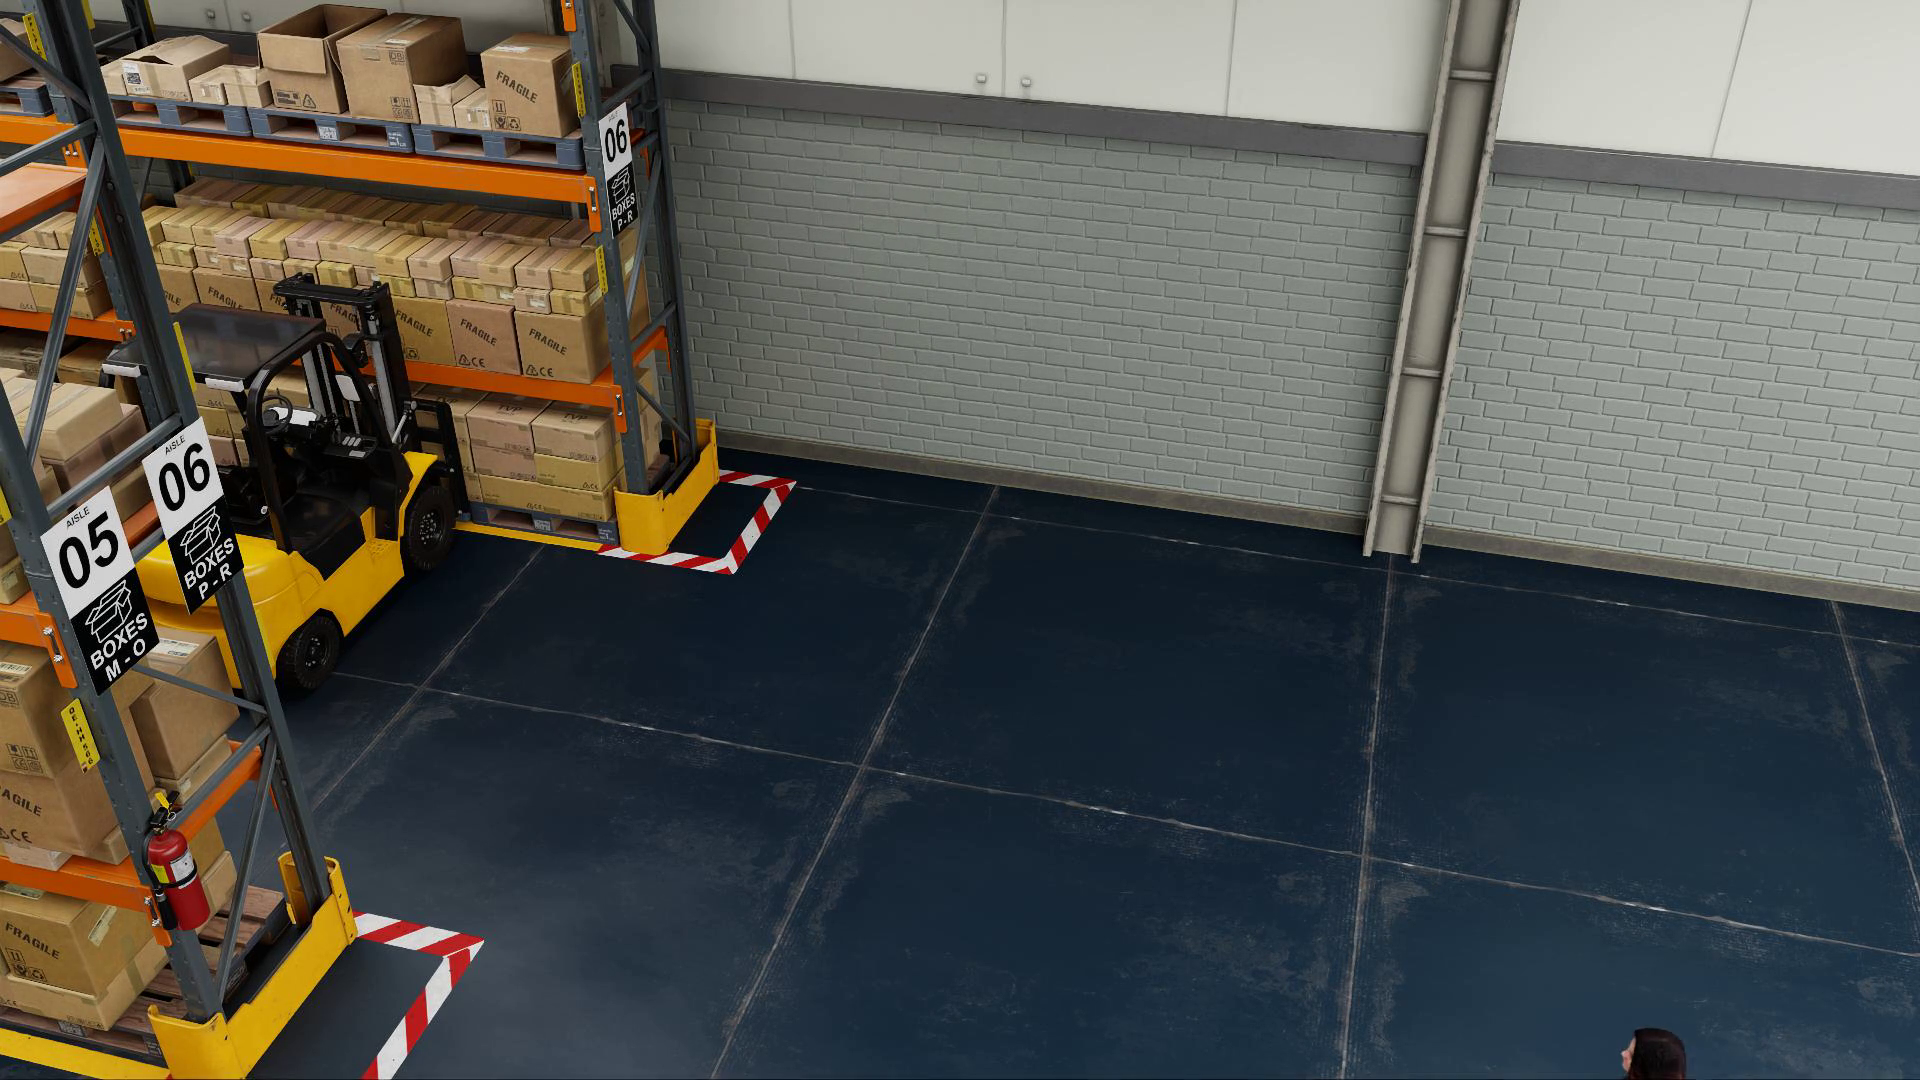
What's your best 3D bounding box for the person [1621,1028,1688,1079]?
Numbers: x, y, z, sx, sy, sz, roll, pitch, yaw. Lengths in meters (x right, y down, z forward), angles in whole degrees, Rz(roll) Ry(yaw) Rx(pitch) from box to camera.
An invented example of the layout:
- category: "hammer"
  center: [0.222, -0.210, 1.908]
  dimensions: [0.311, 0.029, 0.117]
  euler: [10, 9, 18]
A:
- category: "person"
  center: [2.814, 2.612, 6.752]
  dimensions: [1.009, 1.603, 0.792]
  euler: [18, 37, 25]
